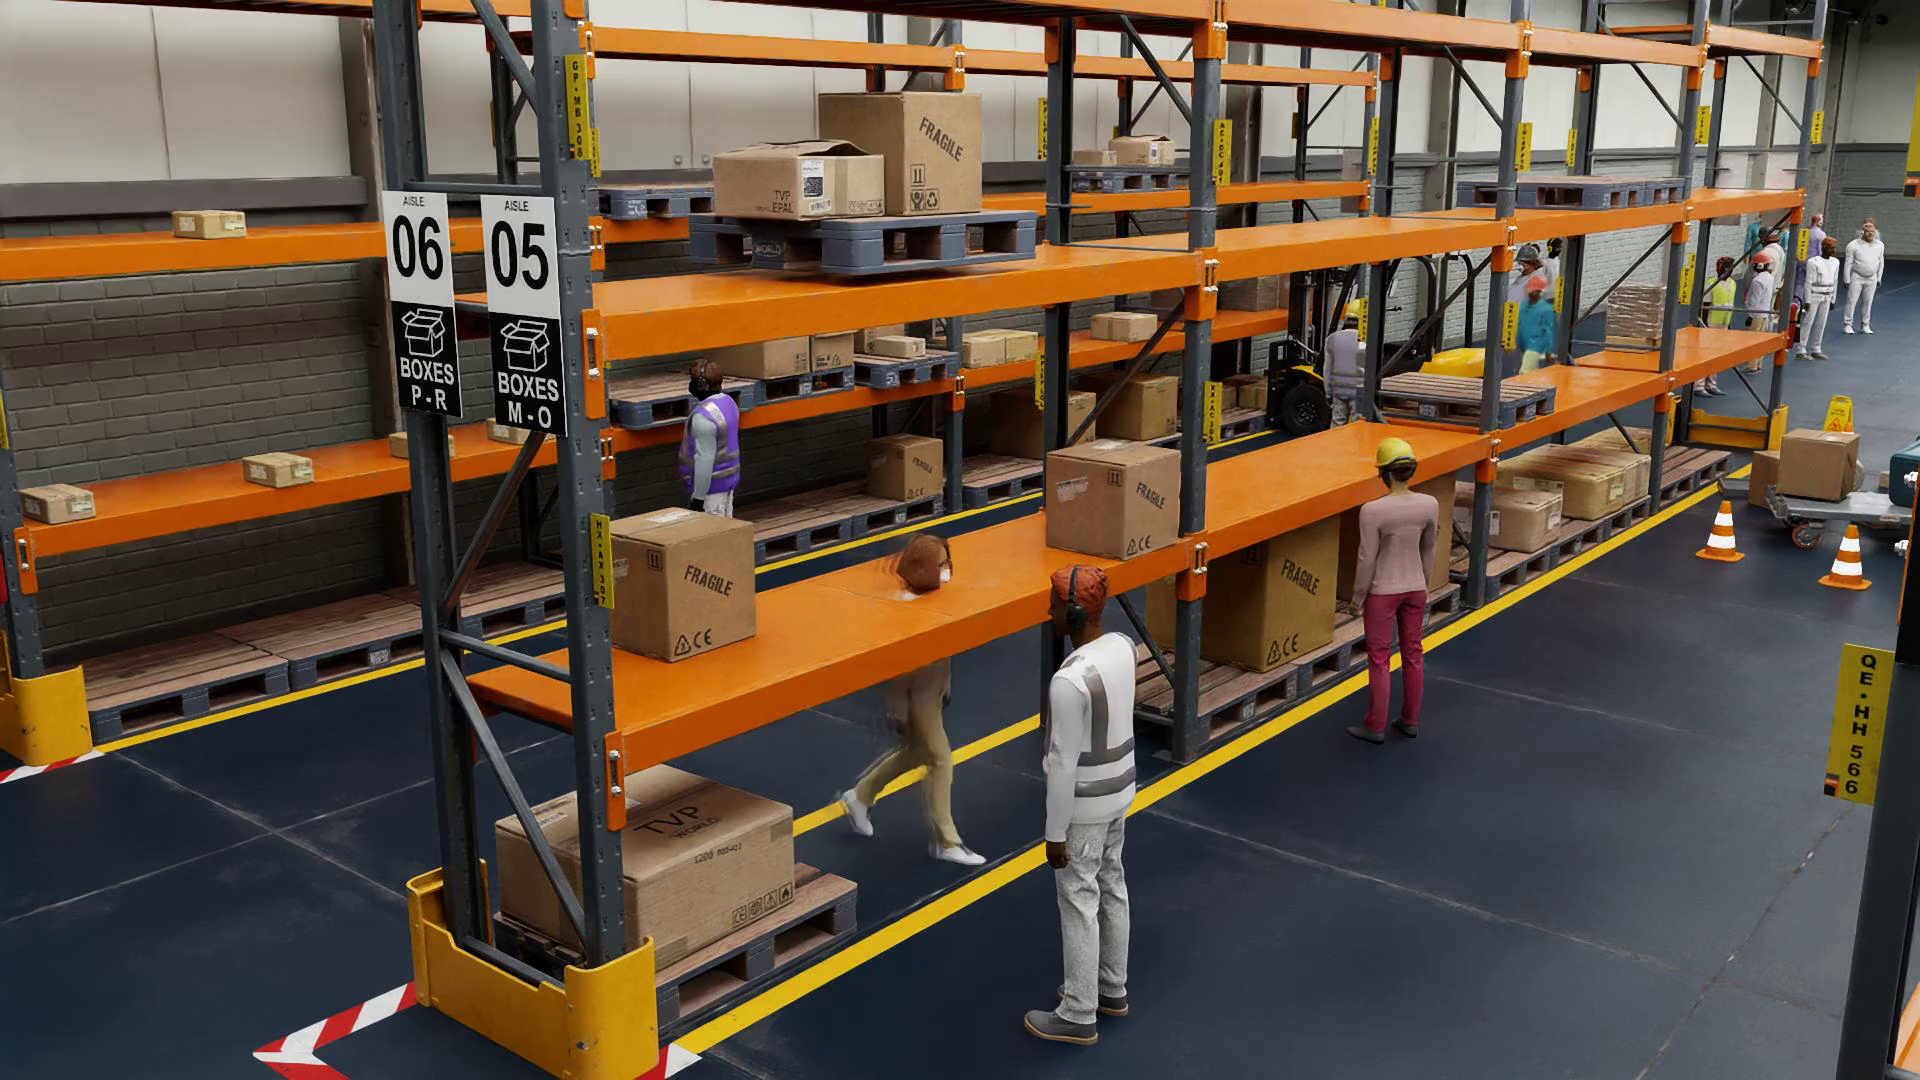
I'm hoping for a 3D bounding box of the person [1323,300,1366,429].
[{"bbox_3d":[3.876,-1.451,16.409,0.603,1.828,0.404,12,18,40],"label":"person"}]

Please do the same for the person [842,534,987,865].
[{"bbox_3d":[-0.236,0.740,7.963,0.739,1.610,0.504,5,15,19],"label":"person"}]

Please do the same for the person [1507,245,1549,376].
[{"bbox_3d":[7.219,-2.770,21.349,0.535,2.000,0.686,-1,14,-4],"label":"person"}]

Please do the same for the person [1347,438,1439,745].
[{"bbox_3d":[2.450,0.292,9.464,0.524,1.760,0.327,-6,15,-21],"label":"person"}]

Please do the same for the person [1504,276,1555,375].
[{"bbox_3d":[7.067,-2.412,20.584,0.860,1.717,0.560,-4,14,-17],"label":"person"}]

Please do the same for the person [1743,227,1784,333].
[{"bbox_3d":[12.621,-3.964,26.210,0.536,2.000,0.672,11,18,39],"label":"person"}]

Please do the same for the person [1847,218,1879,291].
[{"bbox_3d":[19.598,-6.163,36.064,0.842,1.586,0.523,-13,19,-42],"label":"person"}]

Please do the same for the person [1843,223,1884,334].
[{"bbox_3d":[15.604,-4.510,28.736,0.647,1.901,0.400,0,14,2],"label":"person"}]

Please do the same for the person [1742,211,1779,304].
[{"bbox_3d":[16.170,-5.752,33.582,0.623,1.992,0.396,6,15,22],"label":"person"}]

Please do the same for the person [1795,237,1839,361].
[{"bbox_3d":[13.098,-3.666,25.352,0.573,1.874,0.353,-4,14,-17],"label":"person"}]

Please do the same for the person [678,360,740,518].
[{"bbox_3d":[-1.815,-0.385,12.047,0.429,1.844,0.625,2,14,9],"label":"person"}]

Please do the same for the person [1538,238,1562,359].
[{"bbox_3d":[9.044,-3.717,25.584,0.511,1.861,0.323,-12,18,-40],"label":"person"}]

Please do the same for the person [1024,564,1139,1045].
[{"bbox_3d":[0.477,1.001,6.331,0.358,1.880,0.575,8,16,29],"label":"person"}]

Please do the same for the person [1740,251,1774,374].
[{"bbox_3d":[11.502,-3.282,24.016,0.321,1.754,0.563,12,18,40],"label":"person"}]

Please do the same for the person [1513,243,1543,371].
[{"bbox_3d":[8.271,-3.367,24.144,0.331,1.866,0.513,6,15,25],"label":"person"}]

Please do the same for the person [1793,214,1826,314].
[{"bbox_3d":[16.349,-5.297,31.935,0.399,1.899,0.647,-4,14,-15],"label":"person"}]

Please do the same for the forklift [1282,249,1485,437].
[{"bbox_3d":[4.886,-2.214,18.767,2.313,2.155,1.214,11,18,38],"label":"forklift"}]

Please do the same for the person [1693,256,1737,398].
[{"bbox_3d":[9.958,-2.815,21.931,0.565,1.845,0.387,-8,16,-30],"label":"person"}]
